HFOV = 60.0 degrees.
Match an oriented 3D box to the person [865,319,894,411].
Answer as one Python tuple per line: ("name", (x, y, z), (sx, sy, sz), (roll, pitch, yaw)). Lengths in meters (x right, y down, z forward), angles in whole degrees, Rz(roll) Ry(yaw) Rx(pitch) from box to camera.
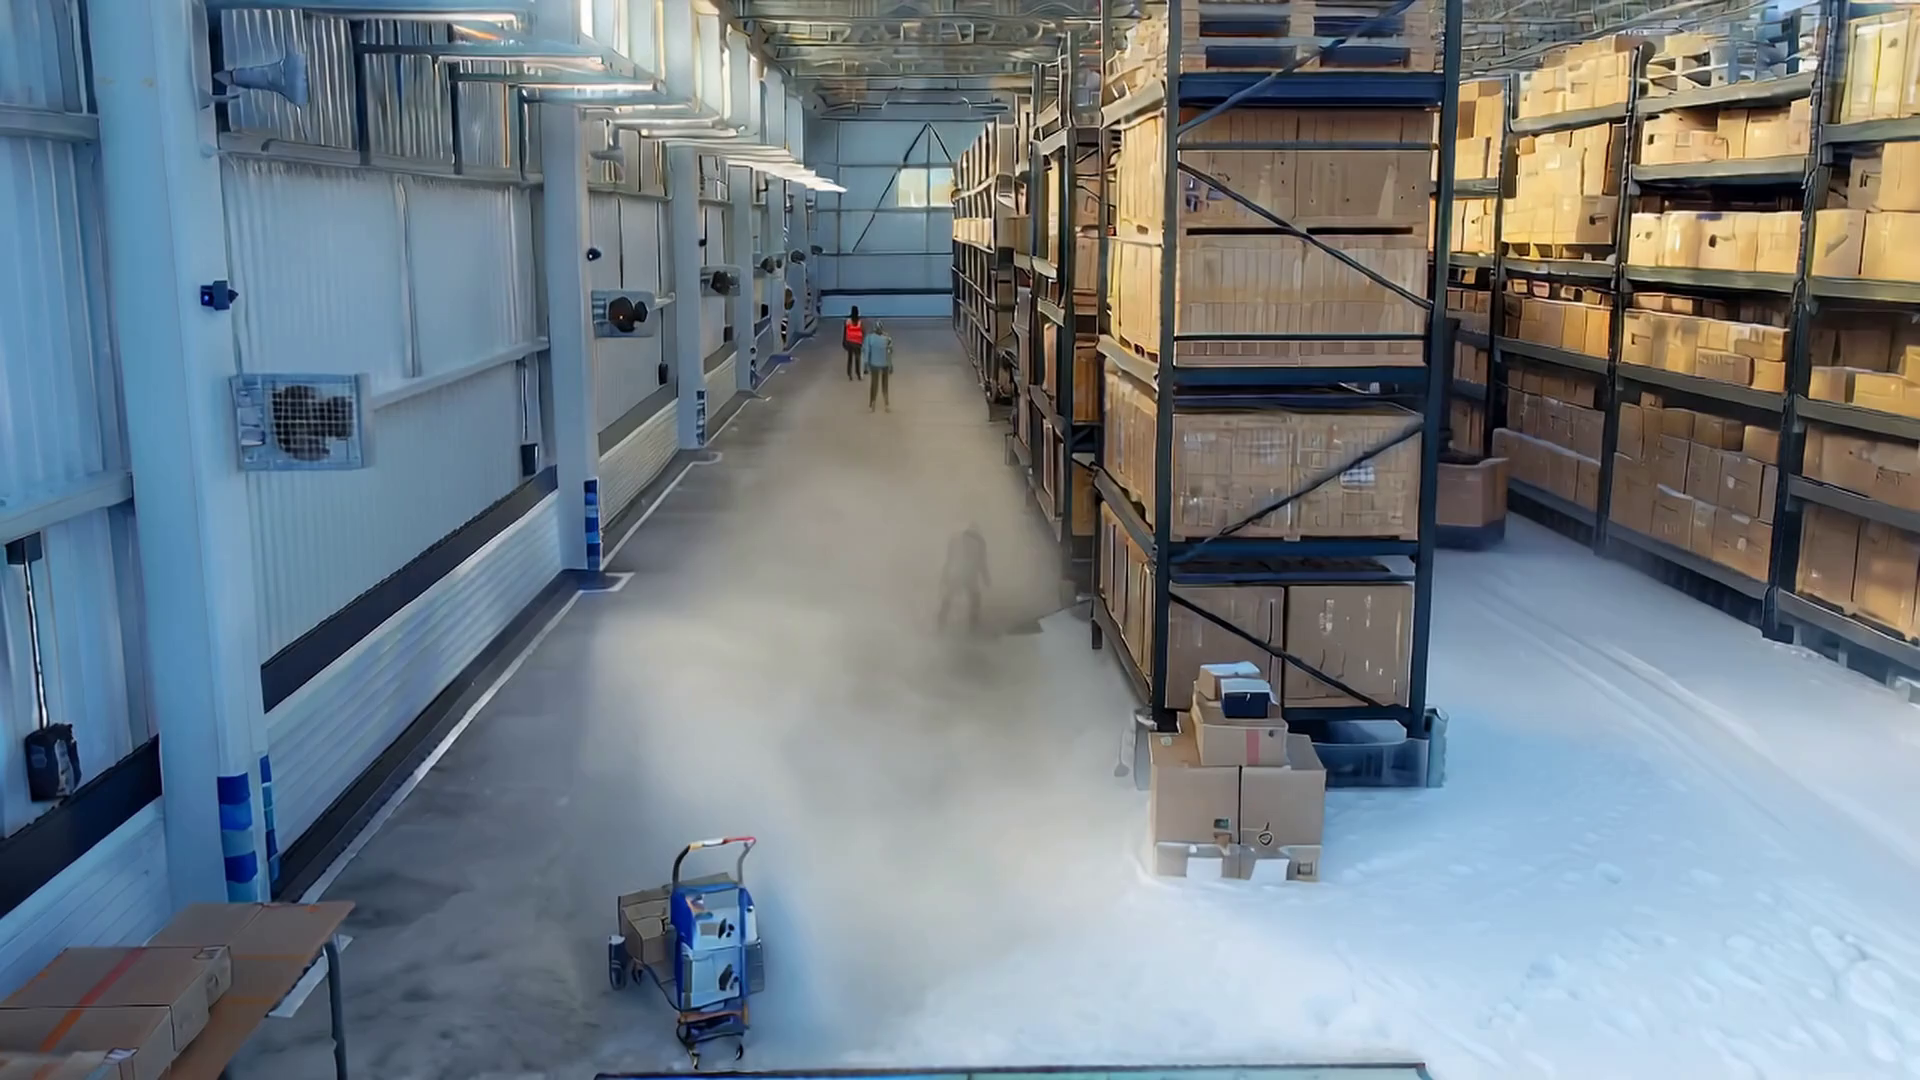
("person", (-1.725, -3.746, 35.679), (0.617, 1.986, 0.408), (-2, 11, -12))

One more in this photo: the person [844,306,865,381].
("person", (-2.707, -5.031, 42.568), (0.589, 1.911, 0.387), (-7, 13, -34))

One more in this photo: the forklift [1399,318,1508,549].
("forklift", (5.946, -1.416, 21.216), (1.873, 2.768, 1.129), (10, 15, 42))
